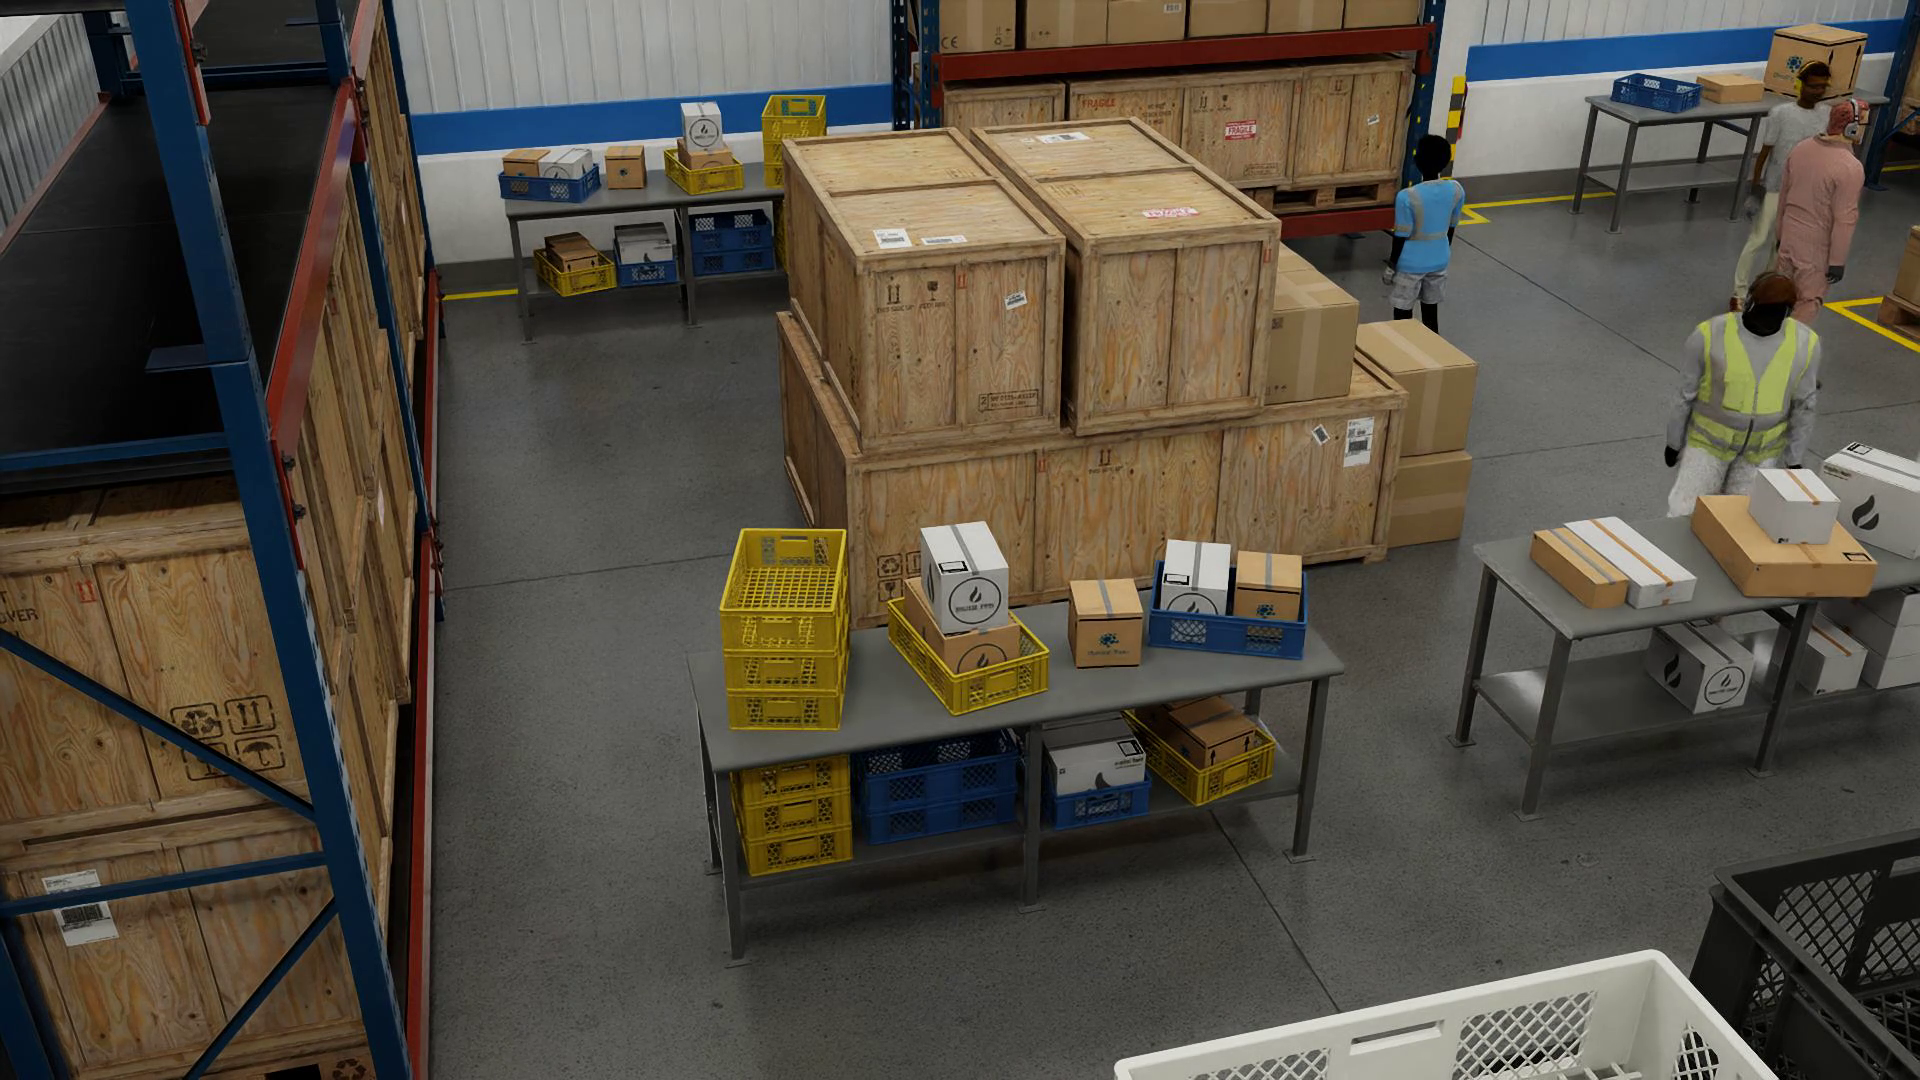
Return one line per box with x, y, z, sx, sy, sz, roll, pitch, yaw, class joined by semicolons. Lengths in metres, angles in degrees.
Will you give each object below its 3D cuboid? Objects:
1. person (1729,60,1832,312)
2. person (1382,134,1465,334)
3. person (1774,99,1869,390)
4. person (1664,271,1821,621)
5.961;-2.521;12.021;0.526;1.869;0.315;-3;29;-5;person
3.009;-1.814;10.910;0.533;1.699;0.318;-14;32;-24;person
5.618;-1.941;10.929;0.401;1.906;0.649;-5;29;-10;person
3.872;-0.468;8.334;0.634;1.833;0.466;5;29;8;person
